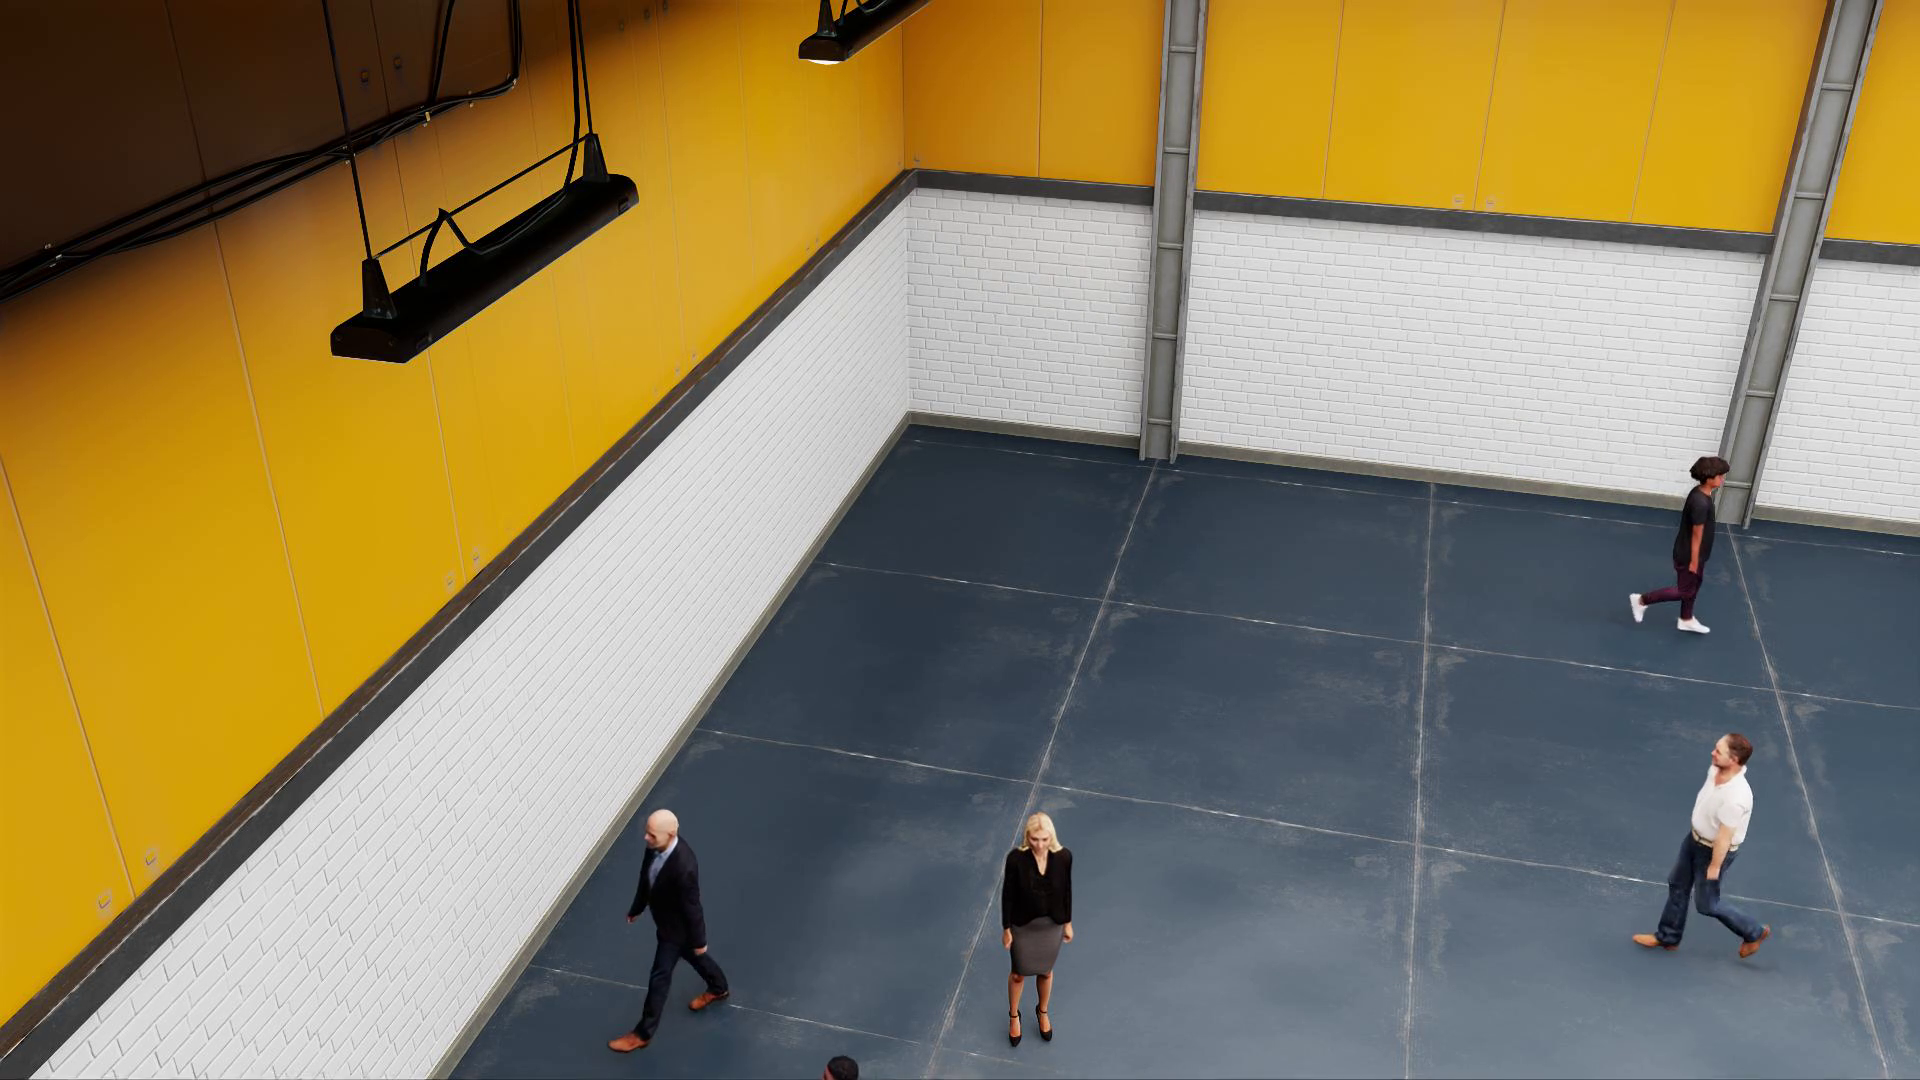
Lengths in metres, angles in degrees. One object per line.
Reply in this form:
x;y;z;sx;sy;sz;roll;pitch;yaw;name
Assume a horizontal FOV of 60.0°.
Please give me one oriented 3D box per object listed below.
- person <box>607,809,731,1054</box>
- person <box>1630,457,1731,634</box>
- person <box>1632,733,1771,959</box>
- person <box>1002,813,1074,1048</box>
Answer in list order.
-1.786;2.437;10.763;1.217;1.756;1.148;-15;32;-26;person
6.587;0.057;15.114;1.002;1.768;0.728;12;31;21;person
5.187;2.119;11.267;1.104;1.831;0.753;4;29;8;person
0.487;2.492;10.595;0.624;1.821;0.751;-5;29;-9;person
